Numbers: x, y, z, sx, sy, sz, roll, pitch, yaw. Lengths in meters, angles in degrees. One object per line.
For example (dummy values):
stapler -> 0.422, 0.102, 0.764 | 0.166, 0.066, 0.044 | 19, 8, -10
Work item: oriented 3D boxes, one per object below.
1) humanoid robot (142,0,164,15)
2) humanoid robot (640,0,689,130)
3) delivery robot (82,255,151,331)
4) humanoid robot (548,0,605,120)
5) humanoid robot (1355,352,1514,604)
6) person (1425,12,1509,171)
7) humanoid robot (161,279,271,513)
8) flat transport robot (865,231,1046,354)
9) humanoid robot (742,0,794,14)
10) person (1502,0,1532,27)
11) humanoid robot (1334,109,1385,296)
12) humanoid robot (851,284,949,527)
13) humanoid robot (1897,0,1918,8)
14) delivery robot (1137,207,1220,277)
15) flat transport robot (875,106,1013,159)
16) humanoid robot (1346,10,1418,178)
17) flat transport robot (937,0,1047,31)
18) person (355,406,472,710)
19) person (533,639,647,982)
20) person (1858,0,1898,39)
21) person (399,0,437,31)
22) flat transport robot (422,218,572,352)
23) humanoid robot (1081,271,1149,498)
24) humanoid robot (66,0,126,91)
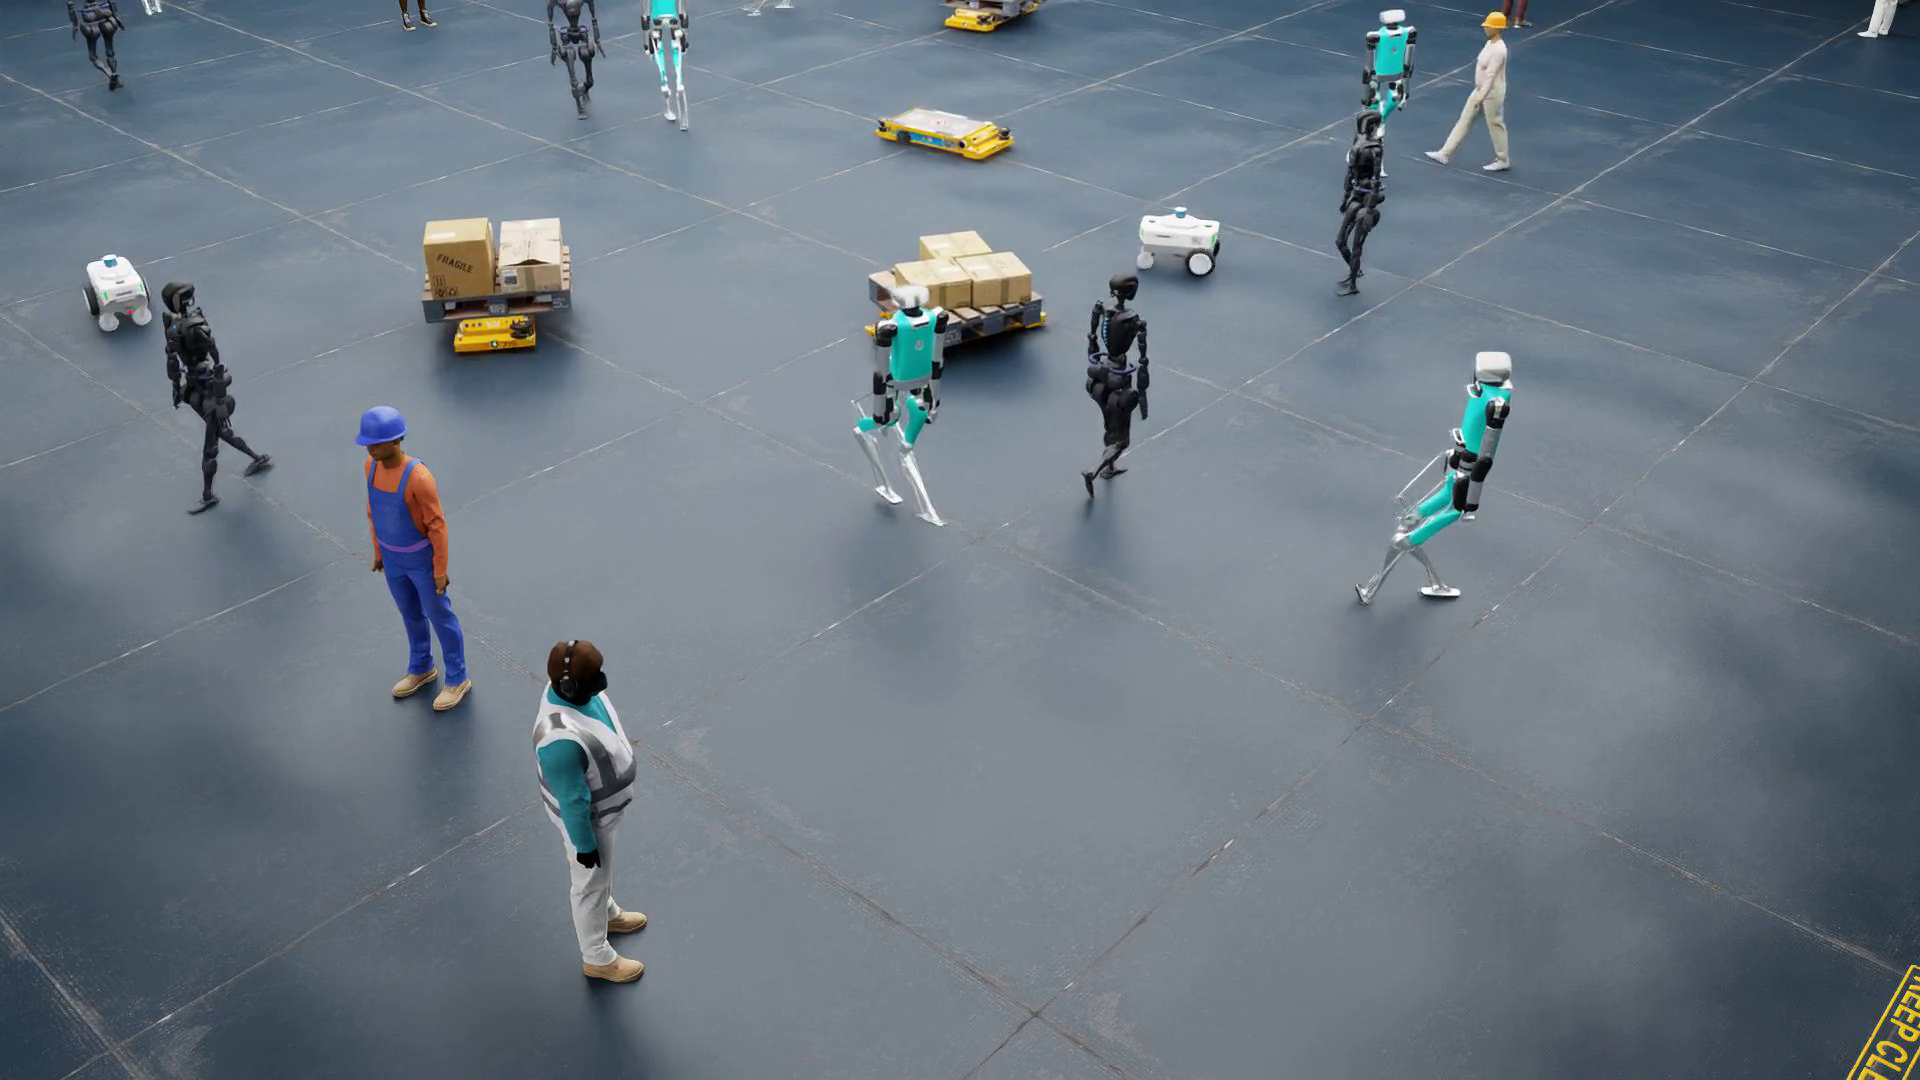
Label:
humanoid robot -> -11.312, -8.090, 22.802 | 0.540, 1.801, 0.727 | -14, 35, -22
humanoid robot -> -3.228, -5.436, 18.616 | 0.547, 1.905, 0.749 | -11, 34, -17
delivery robot -> -7.302, -2.172, 14.398 | 0.516, 0.614, 0.785 | -20, 37, -29
humanoid robot -> -4.403, -5.690, 19.018 | 0.617, 1.646, 0.705 | -10, 33, -16
humanoid robot -> 2.881, -0.322, 10.349 | 0.842, 1.853, 0.547 | 2, 32, 4
person -> 5.436, -4.665, 17.352 | 0.889, 1.646, 0.483 | -1, 32, -1
humanoid robot -> -5.264, -1.057, 11.572 | 0.589, 1.623, 0.792 | 17, 36, 25
flat transport robot -> -0.031, -1.879, 14.179 | 1.431, 0.231, 0.659 | -19, 36, -27
humanoid robot -> -2.543, -8.031, 22.705 | 0.940, 1.765, 0.547 | 6, 32, 10
person -> 7.604, -7.827, 22.303 | 0.380, 1.806, 0.549 | -15, 35, -22
humanoid robot -> 3.509, -2.961, 14.582 | 0.339, 1.648, 0.609 | -7, 32, -11
humanoid robot -> -0.430, -0.950, 11.299 | 0.542, 1.769, 0.904 | -20, 37, -28
humanoid robot -> 13.371, -8.281, 23.186 | 0.758, 1.622, 0.599 | -14, 35, -22
delivery robot -> 2.022, -2.772, 15.340 | 0.785, 0.587, 0.499 | 7, 33, 11
flat transport robot -> -0.180, -4.512, 18.420 | 1.431, 0.231, 0.659 | 20, 37, 29
humanoid robot -> 4.337, -4.640, 17.312 | 0.563, 1.873, 0.824 | -2, 32, -3
flat transport robot -> 0.429, -7.283, 22.881 | 0.659, 0.231, 1.431 | 17, 36, 26
person -> -3.121, 0.097, 9.444 | 0.531, 1.909, 0.356 | 15, 35, 23
person -> -1.693, 1.227, 7.688 | 0.429, 1.841, 0.633 | -2, 32, -4
person -> 12.218, -7.429, 21.813 | 0.514, 1.642, 0.309 | -16, 35, -23
person -> -7.355, -7.819, 22.145 | 0.600, 1.958, 0.377 | -27, 41, -36
flat transport robot -> -3.964, -2.026, 14.417 | 0.659, 0.231, 1.431 | -6, 32, -10
humanoid robot -> 1.023, -1.100, 11.612 | 0.625, 1.638, 0.594 | -25, 40, -35
humanoid robot -> -10.241, -6.184, 19.780 | 0.481, 1.637, 0.609 | 24, 39, 33
